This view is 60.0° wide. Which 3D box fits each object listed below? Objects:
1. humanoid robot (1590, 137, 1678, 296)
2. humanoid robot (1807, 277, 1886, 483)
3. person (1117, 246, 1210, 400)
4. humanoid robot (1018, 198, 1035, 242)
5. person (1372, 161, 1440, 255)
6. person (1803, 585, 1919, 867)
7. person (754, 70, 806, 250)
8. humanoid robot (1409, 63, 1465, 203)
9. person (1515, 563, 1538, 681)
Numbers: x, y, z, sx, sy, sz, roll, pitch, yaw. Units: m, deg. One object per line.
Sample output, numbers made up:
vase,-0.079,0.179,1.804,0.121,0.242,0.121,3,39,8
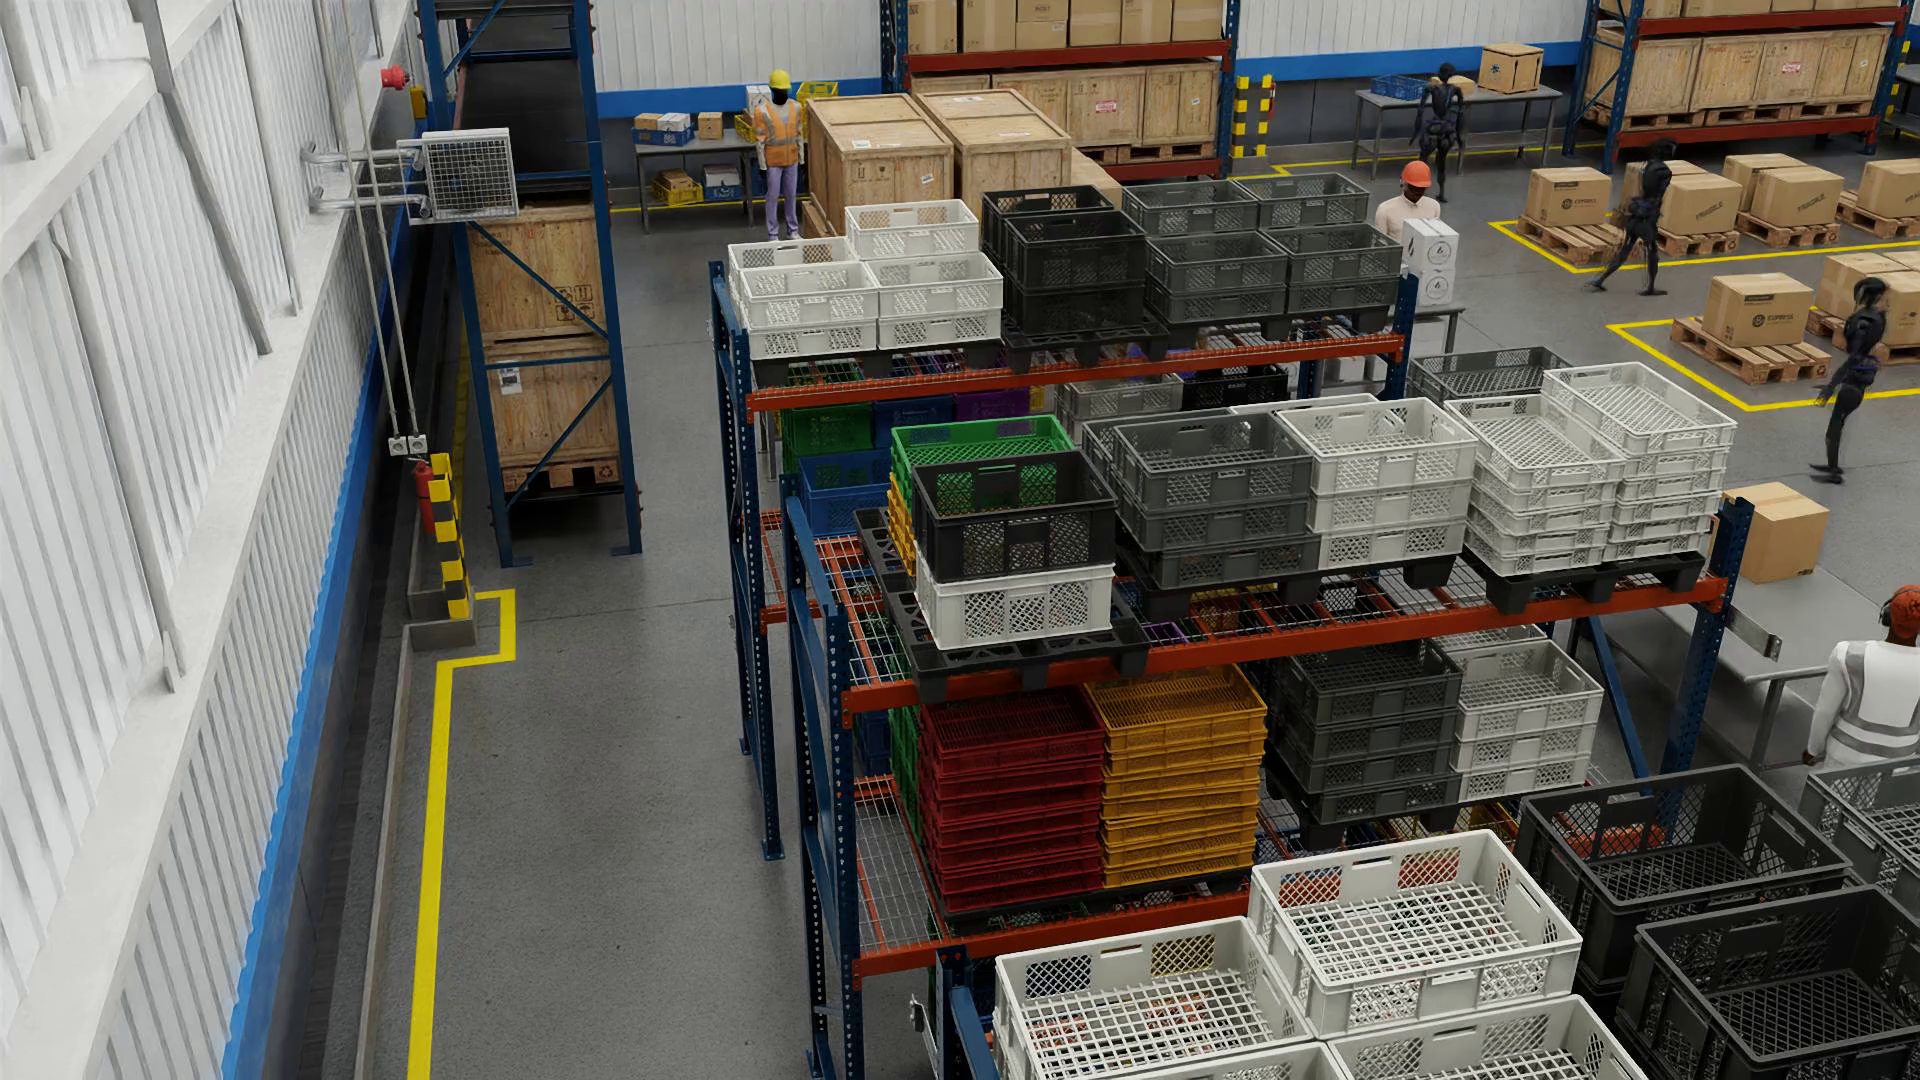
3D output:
humanoid robot,6.858,-3.256,16.771,0.721,1.649,0.569,-3,28,-5
humanoid robot,6.860,-1.243,12.927,0.430,1.655,0.602,16,32,28
person,1.510,-1.240,12.500,0.687,2.000,0.536,4,28,7
humanoid robot,0.582,-2.196,14.707,0.376,1.654,0.612,-13,30,-23
person,3.918,-2.381,14.728,0.614,1.986,0.406,-6,28,-11
person,4.525,1.068,8.290,0.572,1.882,0.356,11,30,20
person,-1.942,-4.150,18.140,0.586,1.930,0.356,-19,33,-31
humanoid robot,5.636,-4.772,19.605,0.752,1.631,0.517,-8,29,-14
person,3.473,0.144,10.177,0.337,1.756,0.516,3,28,6
